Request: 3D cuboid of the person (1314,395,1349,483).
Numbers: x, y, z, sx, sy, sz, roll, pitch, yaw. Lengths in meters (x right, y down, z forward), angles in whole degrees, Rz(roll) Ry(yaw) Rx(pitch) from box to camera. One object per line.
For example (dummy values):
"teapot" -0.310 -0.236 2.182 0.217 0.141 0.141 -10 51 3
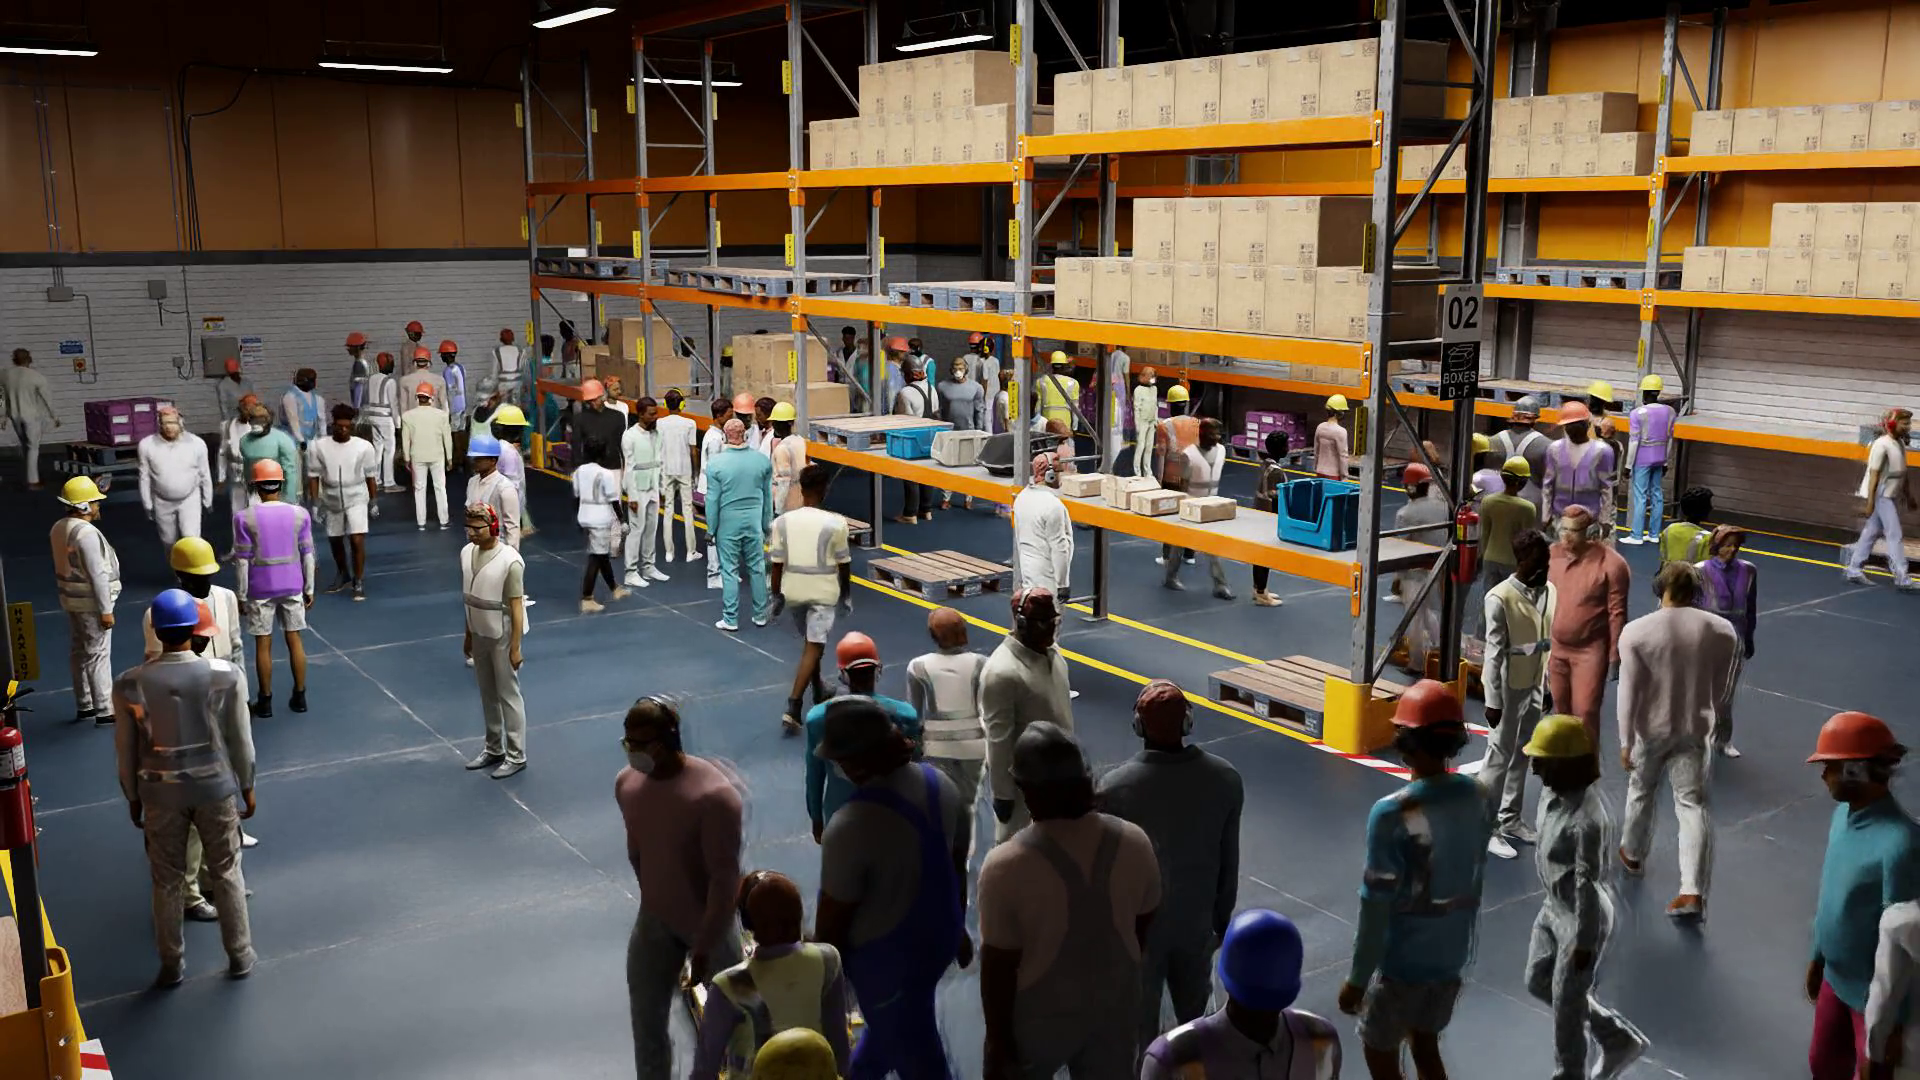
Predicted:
"person" 4.079 -0.707 18.180 0.323 1.765 0.534 -5 12 -22

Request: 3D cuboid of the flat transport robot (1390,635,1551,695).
"flat transport robot" 4.137 0.986 13.349 0.652 0.197 1.431 -5 12 -23

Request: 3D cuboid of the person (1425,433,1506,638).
"person" 4.431 0.026 14.167 0.596 1.862 0.953 -8 14 -36

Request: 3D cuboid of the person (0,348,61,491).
"person" -12.614 -1.645 22.556 0.660 1.917 0.674 1 11 3

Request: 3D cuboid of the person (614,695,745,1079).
"person" -1.038 1.486 6.696 0.643 1.894 0.967 6 12 28

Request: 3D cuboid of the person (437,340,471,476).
"person" -7.254 -1.886 23.769 0.375 1.935 0.551 1 11 3

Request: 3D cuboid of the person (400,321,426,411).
"person" -8.917 -2.585 27.230 0.412 1.985 0.615 1 11 6

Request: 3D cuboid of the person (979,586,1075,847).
"person" 0.364 1.162 8.251 0.407 1.906 0.655 6 13 29

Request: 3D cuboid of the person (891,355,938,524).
"person" -0.598 -1.224 20.117 0.538 2.000 0.689 7 13 32

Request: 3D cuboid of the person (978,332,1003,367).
"person" 0.504 -3.212 30.843 0.619 1.836 0.432 9 14 37

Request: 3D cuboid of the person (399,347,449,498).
"person" -7.050 -1.544 21.903 0.620 1.986 0.408 -3 12 -17

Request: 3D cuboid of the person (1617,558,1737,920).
"person" 3.841 1.045 8.960 0.616 1.884 1.089 2 11 10

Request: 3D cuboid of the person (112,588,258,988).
"person" -3.712 1.192 8.013 0.604 1.940 0.408 -4 12 -19

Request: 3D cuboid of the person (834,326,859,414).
"person" -1.748 -2.417 26.415 0.602 1.966 0.368 5 12 25

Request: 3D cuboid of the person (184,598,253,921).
"person" -4.009 1.148 8.759 0.354 1.738 0.573 0 11 -1

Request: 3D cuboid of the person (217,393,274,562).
"person" -7.619 -0.640 17.664 0.793 1.850 0.338 2 11 13

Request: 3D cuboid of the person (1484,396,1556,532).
"person" 5.303 -0.360 15.695 0.679 2.000 0.537 9 14 38

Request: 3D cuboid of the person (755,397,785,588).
"person" -1.863 -0.480 16.660 0.402 1.908 0.598 -3 11 -14

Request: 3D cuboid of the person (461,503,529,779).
"person" -3.081 0.652 11.048 0.561 1.836 0.394 9 14 37

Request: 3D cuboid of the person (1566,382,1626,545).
"person" 7.035 -0.804 18.403 0.588 1.871 0.924 -5 12 -26

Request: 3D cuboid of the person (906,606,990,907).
"person" -0.023 1.167 9.049 0.552 1.589 0.800 -1 11 -4

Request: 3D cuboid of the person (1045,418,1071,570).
"person" 1.006 -0.444 17.170 0.279 1.631 0.507 1 11 7

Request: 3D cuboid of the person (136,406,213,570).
"person" -7.723 -0.409 16.399 0.651 1.874 0.800 -4 12 -18

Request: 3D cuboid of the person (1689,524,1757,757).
"person" 5.174 0.692 11.369 0.519 1.633 0.311 -1 11 -7

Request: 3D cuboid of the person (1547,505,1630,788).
"person" 3.957 0.695 10.758 0.615 1.875 0.669 -9 14 -40

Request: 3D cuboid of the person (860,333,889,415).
"person" -1.567 -3.181 30.681 0.573 1.830 0.410 -2 11 -11

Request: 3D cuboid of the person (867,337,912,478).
"person" -0.994 -1.848 23.386 0.654 2.020 0.614 2 11 9

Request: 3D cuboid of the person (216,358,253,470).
"person" -10.256 -1.750 23.701 0.919 1.686 0.574 8 14 35

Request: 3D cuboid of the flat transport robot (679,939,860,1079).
"flat transport robot" -0.867 2.119 7.550 0.652 0.197 1.431 -4 12 -18

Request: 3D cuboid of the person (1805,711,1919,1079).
"person" 3.299 1.592 5.960 0.563 1.960 0.653 1 11 5

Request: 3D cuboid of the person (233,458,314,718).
"person" -5.088 0.353 12.355 0.550 1.925 0.392 -8 14 -36

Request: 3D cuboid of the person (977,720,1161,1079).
"person" 0.345 1.573 5.803 0.696 2.000 1.016 -5 12 -23

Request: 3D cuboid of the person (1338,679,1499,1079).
"person" 1.671 1.522 6.139 0.679 2.026 0.473 -8 13 -34

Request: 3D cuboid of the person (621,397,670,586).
"person" -3.183 -0.493 16.732 0.406 1.908 0.590 6 12 27

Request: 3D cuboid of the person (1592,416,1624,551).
"person" 6.653 -0.468 17.272 0.512 1.642 0.311 -6 12 -28

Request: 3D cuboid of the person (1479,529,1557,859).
"person" 3.246 0.872 9.703 0.599 1.917 0.376 -9 14 -39

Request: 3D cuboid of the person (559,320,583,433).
"person" -6.609 -2.775 28.272 0.400 1.952 0.715 -7 13 -31

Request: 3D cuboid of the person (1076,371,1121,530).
"person" 1.710 -1.064 19.603 0.621 1.920 0.574 -1 11 -4

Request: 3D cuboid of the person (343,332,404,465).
"person" -8.741 -2.061 24.508 1.017 2.007 0.620 -3 11 -13

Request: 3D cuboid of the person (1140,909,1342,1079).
"person" 0.749 1.887 4.441 0.605 1.944 0.402 -4 12 -22

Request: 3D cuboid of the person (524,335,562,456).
"person" -6.382 -2.225 25.675 0.877 1.863 0.727 3 12 17

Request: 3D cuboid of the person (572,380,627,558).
"person" -3.956 -0.814 18.310 0.634 1.933 1.041 -3 12 -16

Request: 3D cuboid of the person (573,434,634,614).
"person" -3.335 -0.164 15.653 0.552 1.667 0.723 11 15 44

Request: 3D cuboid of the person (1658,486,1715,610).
"person" 5.458 0.435 12.506 0.322 1.696 0.536 -3 11 -15

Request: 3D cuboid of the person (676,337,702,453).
"person" -4.250 -2.239 25.844 0.347 1.838 0.505 8 14 36
